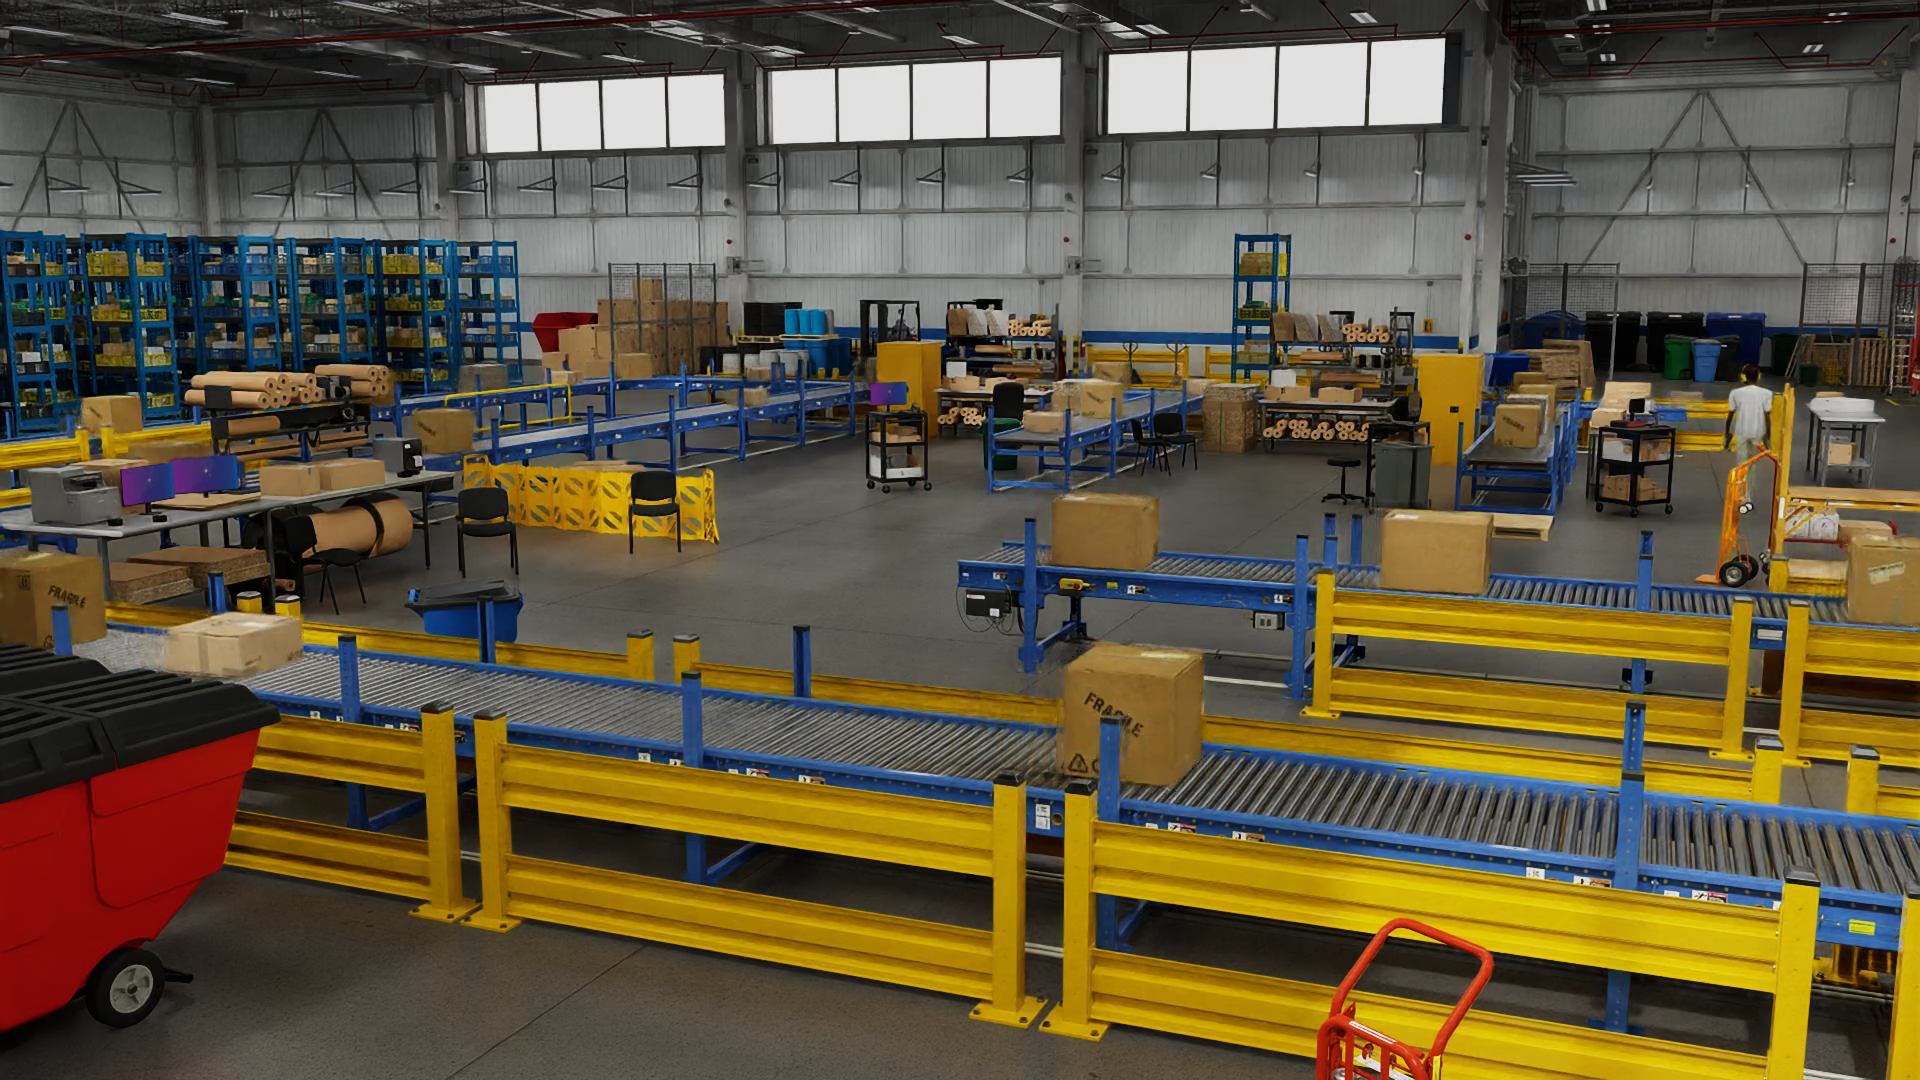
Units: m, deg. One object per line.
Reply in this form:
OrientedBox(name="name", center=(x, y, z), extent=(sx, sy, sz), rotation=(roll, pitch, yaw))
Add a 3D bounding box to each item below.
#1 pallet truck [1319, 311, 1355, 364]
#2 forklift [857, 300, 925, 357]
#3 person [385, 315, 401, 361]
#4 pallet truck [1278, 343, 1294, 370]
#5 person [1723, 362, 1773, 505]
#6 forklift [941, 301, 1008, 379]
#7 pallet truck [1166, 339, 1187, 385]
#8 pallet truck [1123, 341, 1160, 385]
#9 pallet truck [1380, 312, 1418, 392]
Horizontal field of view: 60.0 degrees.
OrientedBox(name="pallet truck", center=(9.071, -4.419, 39.190), extent=(0.823, 1.965, 1.885), rotation=(5, 10, 26))
OrientedBox(name="forklift", center=(-1.732, -5.109, 42.468), extent=(1.157, 1.987, 2.680), rotation=(4, 10, 22))
OrientedBox(name="person", center=(-16.225, -5.818, 47.726), extent=(0.608, 1.987, 0.403), rotation=(5, 11, 28))
OrientedBox(name="pallet truck", center=(7.886, -4.163, 39.743), extent=(0.653, 1.274, 1.630), rotation=(4, 10, 22))
OrientedBox(name="person", center=(9.820, -1.286, 20.729), extent=(0.541, 1.841, 0.829), rotation=(3, 10, 18))
OrientedBox(name="forklift", center=(0.365, -4.966, 41.571), extent=(1.157, 1.987, 2.680), rotation=(3, 10, 20))
OrientedBox(name="pallet truck", center=(5.418, -4.269, 40.420), extent=(0.704, 1.261, 1.522), rotation=(3, 10, 20))
OrientedBox(name="pallet truck", center=(4.445, -4.380, 41.279), extent=(0.680, 1.201, 1.601), rotation=(4, 10, 22))
OrientedBox(name="pallet truck", center=(10.207, -4.283, 38.369), extent=(0.823, 1.965, 1.885), rotation=(3, 10, 20))
